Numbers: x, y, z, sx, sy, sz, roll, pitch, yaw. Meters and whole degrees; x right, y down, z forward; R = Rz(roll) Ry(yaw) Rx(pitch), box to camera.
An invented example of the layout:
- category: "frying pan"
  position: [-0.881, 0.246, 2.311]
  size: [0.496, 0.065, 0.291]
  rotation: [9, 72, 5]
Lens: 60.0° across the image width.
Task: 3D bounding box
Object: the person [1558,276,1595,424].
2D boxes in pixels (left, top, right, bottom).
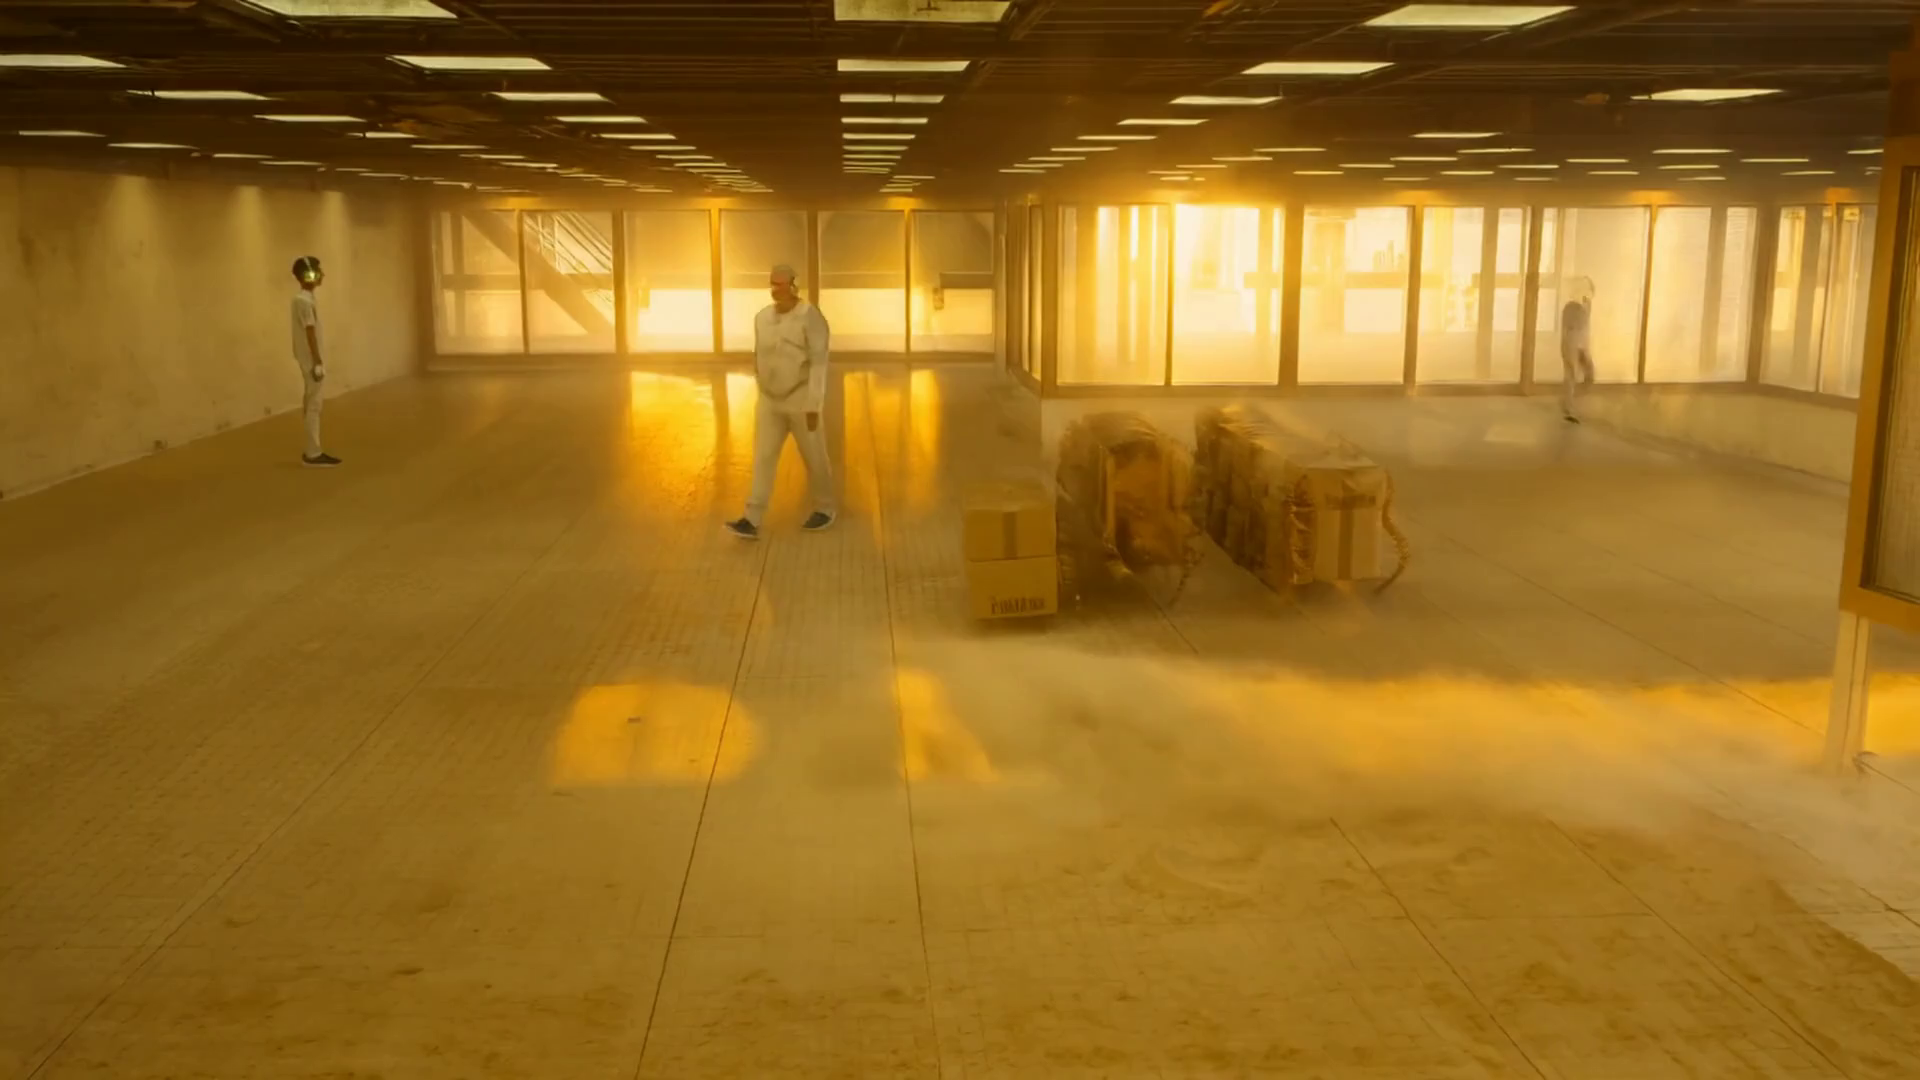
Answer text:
- category: "person"
  position: [6.675, -2.047, 18.009]
  size: [0.529, 1.609, 0.344]
  rotation: [-9, 13, -39]

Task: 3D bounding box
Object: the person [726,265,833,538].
- category: "person"
  position: [-1.201, -0.943, 11.405]
  size: [0.671, 1.850, 0.984]
  rotation: [6, 12, 31]

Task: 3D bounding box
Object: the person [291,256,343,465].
- category: "person"
  position: [-5.801, -1.601, 14.928]
  size: [0.316, 1.870, 0.531]
  rotation: [-6, 12, -30]
